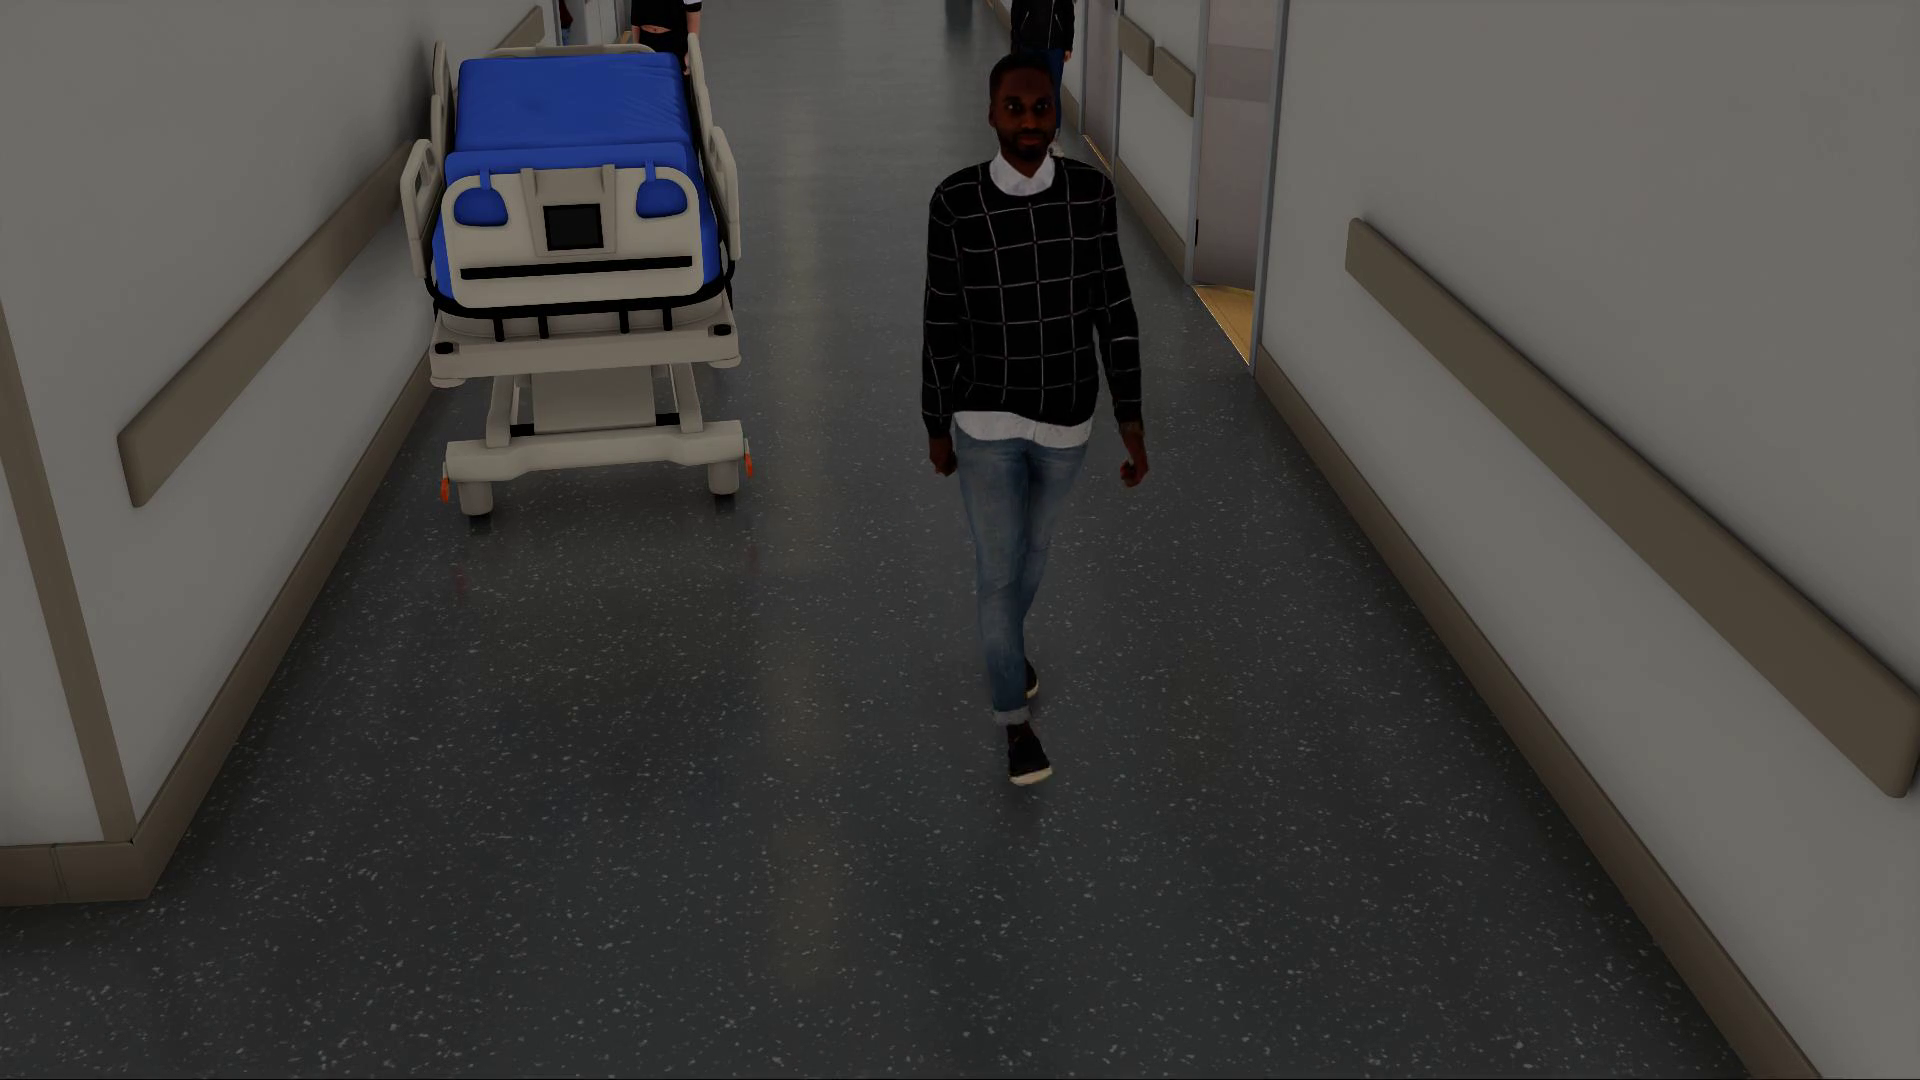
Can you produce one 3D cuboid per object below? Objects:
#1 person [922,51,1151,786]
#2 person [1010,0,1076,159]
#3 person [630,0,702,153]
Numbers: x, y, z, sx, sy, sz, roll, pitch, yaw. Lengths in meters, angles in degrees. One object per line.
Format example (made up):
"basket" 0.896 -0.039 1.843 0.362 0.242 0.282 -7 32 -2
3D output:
"person" 0.149 -0.348 4.337 1.125 1.777 0.873 -7 27 -14
"person" 0.509 -3.149 10.487 0.442 1.480 0.622 0 26 -1
"person" -1.696 -2.840 9.663 0.661 1.641 0.760 10 27 19
